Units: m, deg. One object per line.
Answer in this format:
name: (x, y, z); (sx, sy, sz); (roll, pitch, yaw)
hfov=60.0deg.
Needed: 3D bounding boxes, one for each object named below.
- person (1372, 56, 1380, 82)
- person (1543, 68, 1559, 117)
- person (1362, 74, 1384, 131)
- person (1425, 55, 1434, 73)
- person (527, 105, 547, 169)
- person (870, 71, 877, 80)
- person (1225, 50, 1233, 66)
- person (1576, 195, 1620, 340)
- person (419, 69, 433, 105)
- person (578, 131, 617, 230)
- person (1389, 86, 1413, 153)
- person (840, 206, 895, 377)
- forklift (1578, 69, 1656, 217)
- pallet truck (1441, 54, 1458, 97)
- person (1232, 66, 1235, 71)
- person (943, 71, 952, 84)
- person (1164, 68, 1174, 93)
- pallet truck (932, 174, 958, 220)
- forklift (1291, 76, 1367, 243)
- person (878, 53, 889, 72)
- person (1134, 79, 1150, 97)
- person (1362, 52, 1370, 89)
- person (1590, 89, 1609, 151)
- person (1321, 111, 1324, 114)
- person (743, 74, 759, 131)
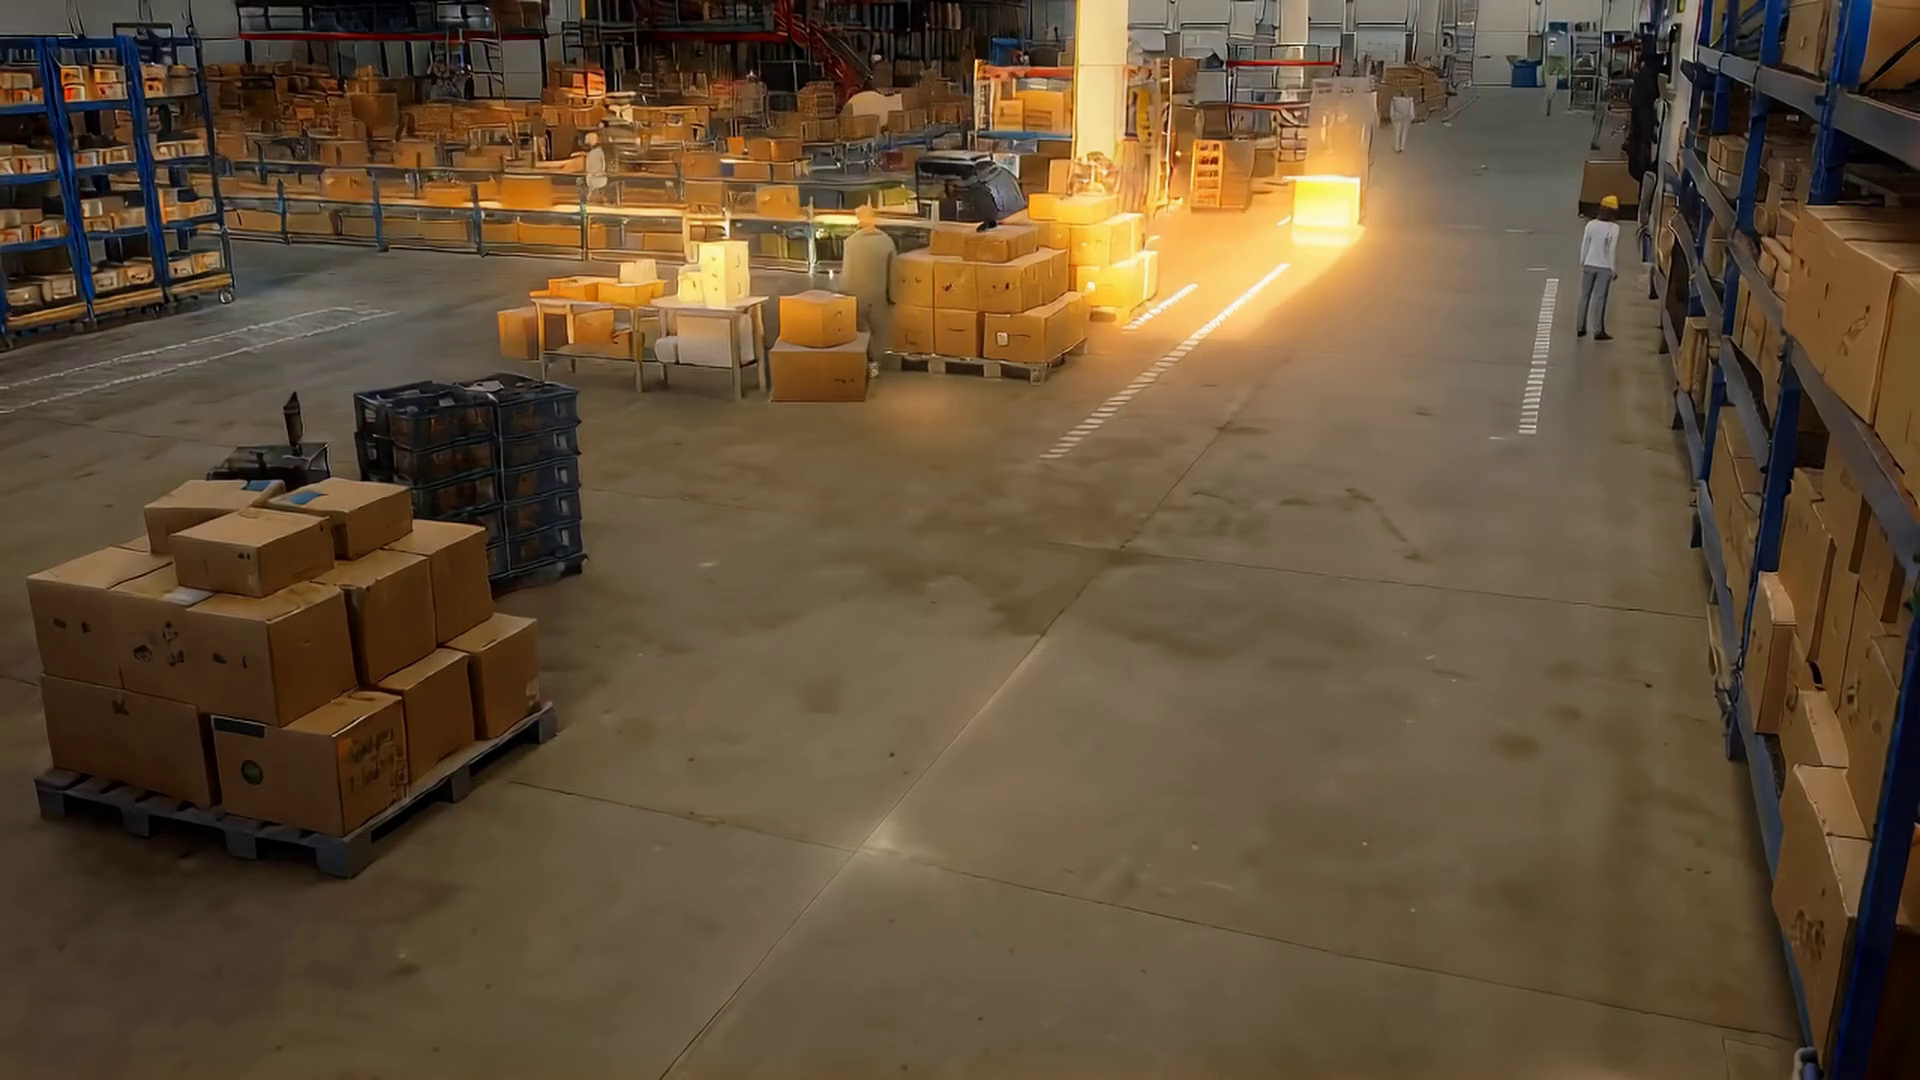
person: (19.498, -21.736, 78.070); (0.337, 1.881, 0.584); (-3, 18, -8)
person: (22.832, -17.324, 64.306); (0.527, 1.835, 0.870); (3, 18, 9)
person: (13.946, -14.837, 56.410); (0.916, 1.880, 0.587); (-4, 18, -12)
person: (22.514, -22.282, 79.728); (0.624, 1.919, 0.640); (-3, 18, -11)
person: (-10.792, -10.247, 42.395); (0.497, 1.626, 0.287); (7, 19, 21)
person: (-2.877, -14.866, 56.367); (0.804, 1.961, 0.613); (-15, 23, -39)
person: (14.954, -26.261, 92.357); (0.429, 1.844, 0.627); (0, 18, 0)
person: (7.892, -3.361, 20.528); (0.329, 1.765, 0.526); (-10, 20, -29)
person: (-21.214, -17.848, 66.156); (0.884, 1.695, 0.491); (6, 19, 19)
person: (-6.668, -6.631, 30.743); (0.822, 1.809, 0.595); (1, 18, 2)
person: (12.615, -12.015, 47.574); (0.648, 1.855, 0.999); (4, 18, 11)
person: (-1.030, -2.722, 18.327); (0.690, 1.882, 0.415); (-11, 21, -31)
forklift: (13.219, -7.740, 32.475); (1.873, 2.768, 1.129); (6, 19, 18)
pallet truck: (22.765, -21.886, 78.355); (0.823, 1.965, 1.885); (-4, 18, -14)
person: (10.192, -16.811, 62.482); (0.672, 1.958, 0.495); (-4, 18, -11)
person: (-0.577, -16.239, 60.936); (0.588, 1.803, 0.849); (8, 20, 25)
person: (7.742, -16.732, 62.350); (0.898, 1.872, 0.594); (2, 18, 7)
pallet truck: (-0.507, -5.292, 27.348); (0.653, 1.274, 1.630); (6, 19, 19)
forklift: (6.598, -6.755, 29.381); (1.129, 2.768, 1.873); (6, 19, 19)
person: (-3.832, -23.262, 82.854); (0.567, 1.923, 0.681); (-5, 18, -15)
person: (6.183, -15.156, 57.259); (1.052, 1.960, 0.713); (-13, 22, -35)
person: (21.234, -24.588, 87.034); (0.354, 1.881, 0.576); (15, 23, 39)
person: (18.590, -12.192, 48.289); (0.343, 1.756, 0.518); (1, 18, 3)
person: (12.574, -15.190, 57.824); (0.319, 1.691, 0.538); (7, 19, 21)
person: (-7.008, -14.538, 55.407); (0.630, 1.912, 0.575); (-10, 20, -28)
